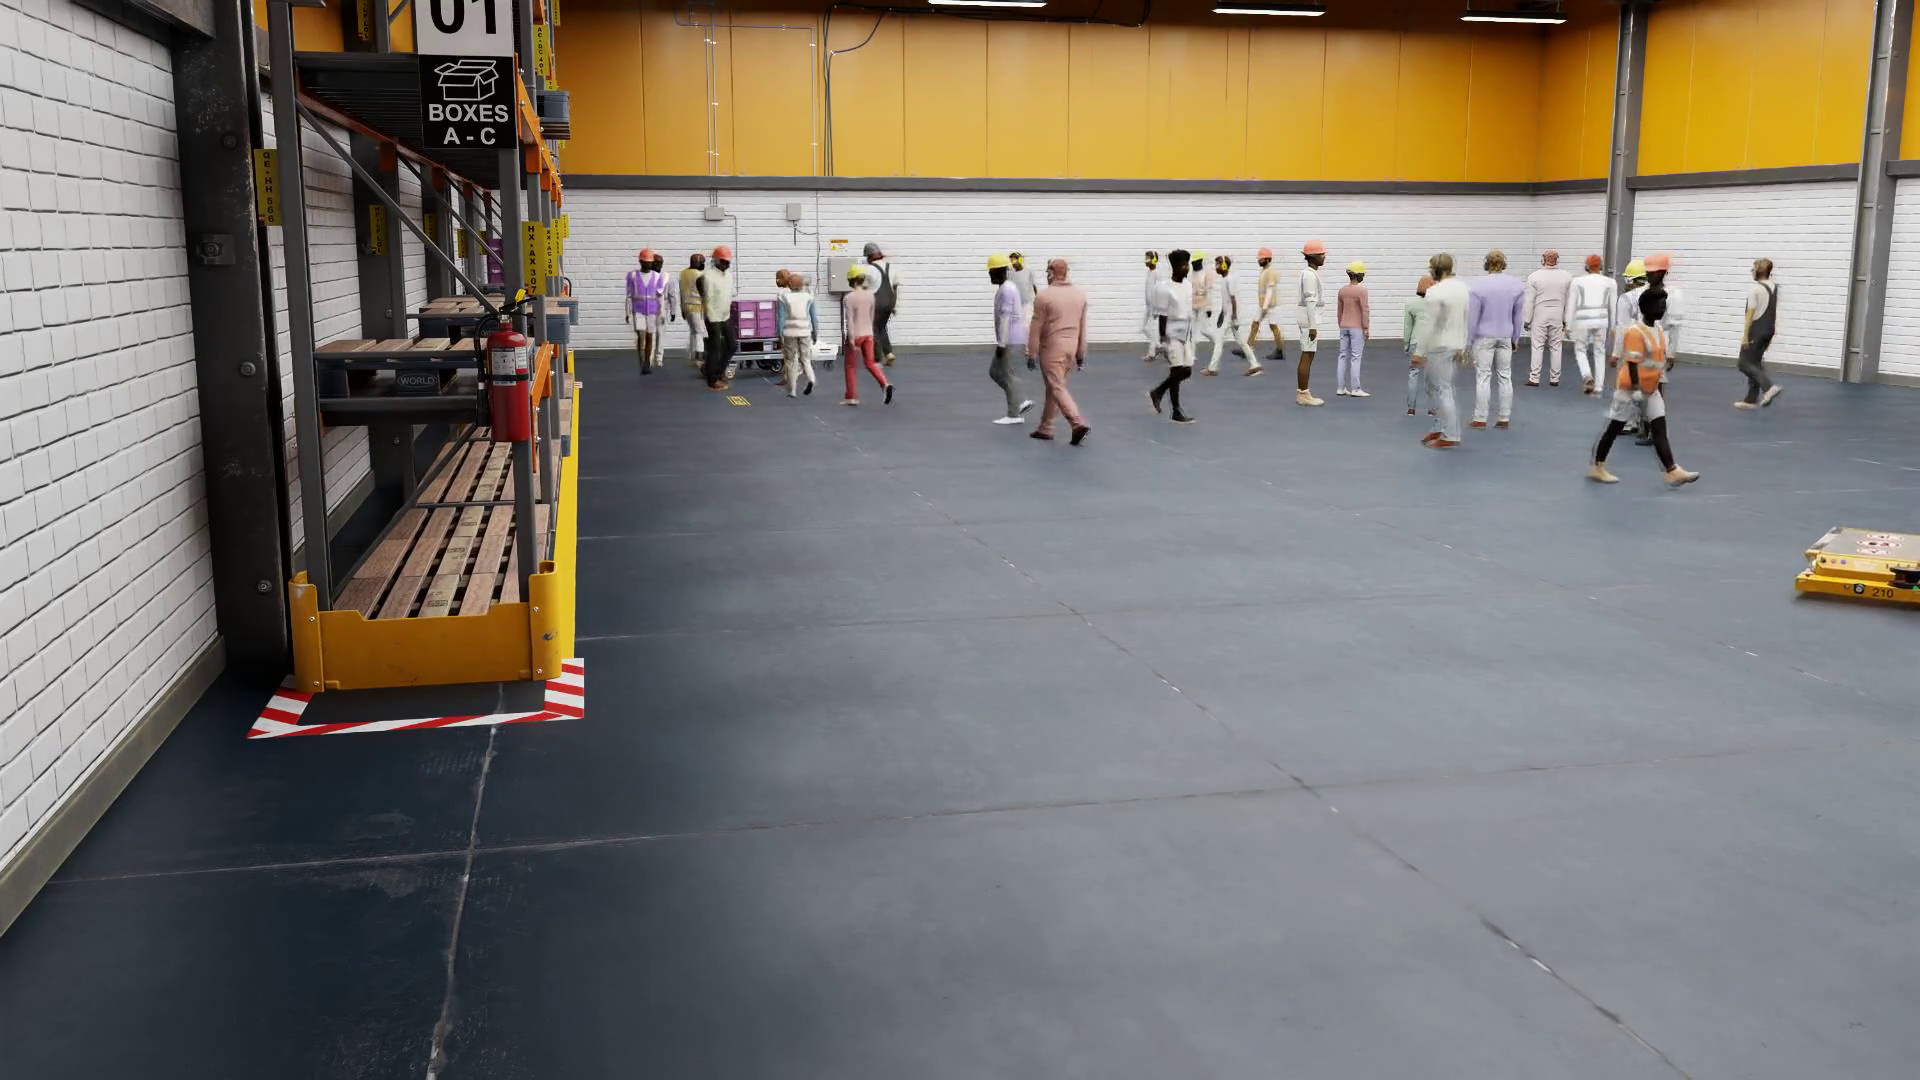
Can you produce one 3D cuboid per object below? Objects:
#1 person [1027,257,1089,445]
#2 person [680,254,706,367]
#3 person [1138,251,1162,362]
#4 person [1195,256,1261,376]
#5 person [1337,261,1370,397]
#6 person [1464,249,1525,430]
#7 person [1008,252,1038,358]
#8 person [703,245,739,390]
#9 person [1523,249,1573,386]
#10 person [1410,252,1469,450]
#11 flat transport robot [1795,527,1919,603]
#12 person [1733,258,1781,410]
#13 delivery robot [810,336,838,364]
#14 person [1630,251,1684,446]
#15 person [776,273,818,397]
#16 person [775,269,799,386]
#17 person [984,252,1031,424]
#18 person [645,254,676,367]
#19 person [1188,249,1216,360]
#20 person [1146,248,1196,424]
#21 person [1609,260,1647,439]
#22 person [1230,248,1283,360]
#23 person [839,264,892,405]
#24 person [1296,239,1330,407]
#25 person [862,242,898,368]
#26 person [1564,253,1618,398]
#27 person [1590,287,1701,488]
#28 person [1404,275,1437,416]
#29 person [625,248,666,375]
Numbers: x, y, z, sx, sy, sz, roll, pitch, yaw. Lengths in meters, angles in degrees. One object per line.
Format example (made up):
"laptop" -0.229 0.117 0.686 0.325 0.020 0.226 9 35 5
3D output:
"person" 1.000 -1.899 16.705 0.654 1.869 0.941 -8 13 -38
"person" -4.262 -3.701 26.847 0.456 1.818 0.671 -8 13 -38
"person" 3.205 -3.911 27.869 0.411 1.860 0.544 -3 11 -14
"person" 4.065 -3.334 24.852 0.979 1.810 0.499 1 10 8
"person" 5.142 -2.752 21.717 0.308 1.769 0.524 -7 12 -32
"person" 5.712 -2.138 17.854 0.629 1.934 0.377 -1 10 -5
"person" 1.112 -4.086 28.942 0.554 1.820 0.544 6 12 30
"person" -3.233 -3.000 22.565 0.525 1.956 0.658 5 11 26
"person" 8.179 -3.091 23.204 0.641 1.908 0.407 0 10 -3
"person" 4.633 -1.834 16.209 0.621 1.917 0.625 8 13 39
"flat transport robot" 5.459 0.129 9.896 0.652 0.197 1.431 7 13 35
"person" 9.562 -2.444 19.836 0.530 1.827 0.540 -6 12 -29
"delivery robot" -2.260 -2.930 25.798 0.707 0.478 0.477 -5 11 -24
"person" 6.874 -1.889 16.495 0.464 1.925 0.543 -8 13 -37
"person" -2.078 -2.633 21.455 0.550 1.615 0.537 -4 11 -19
"person" -2.434 -2.976 23.325 0.289 1.633 0.497 3 11 18
"person" 0.488 -2.225 18.409 0.445 1.909 0.597 0 10 -2
"person" -4.871 -3.659 26.635 0.649 1.804 0.764 -2 10 -11
"person" 4.124 -3.994 28.284 0.744 1.891 0.590 -7 12 -32
"person" 2.367 -2.277 18.578 0.668 1.946 0.609 9 14 42
"person" 6.932 -1.962 17.147 0.586 1.835 0.404 -5 12 -27
"person" 5.101 -3.990 28.220 0.962 1.888 0.573 -2 10 -12
"person" -1.179 -2.498 20.365 0.516 1.746 0.734 -10 14 -43
"person" 4.334 -2.670 20.481 0.364 2.048 0.611 1 10 7
"person" -1.347 -3.756 26.516 0.711 2.000 0.544 -10 14 -43
"person" 8.183 -2.770 21.535 0.687 1.862 0.472 2 10 11
"person" 5.645 -1.249 13.696 0.545 1.639 0.915 -8 13 -38
"person" 5.396 -2.251 19.296 0.500 1.636 0.280 5 11 26
"person" -4.751 -3.452 25.202 0.579 1.901 0.792 -4 11 -21
